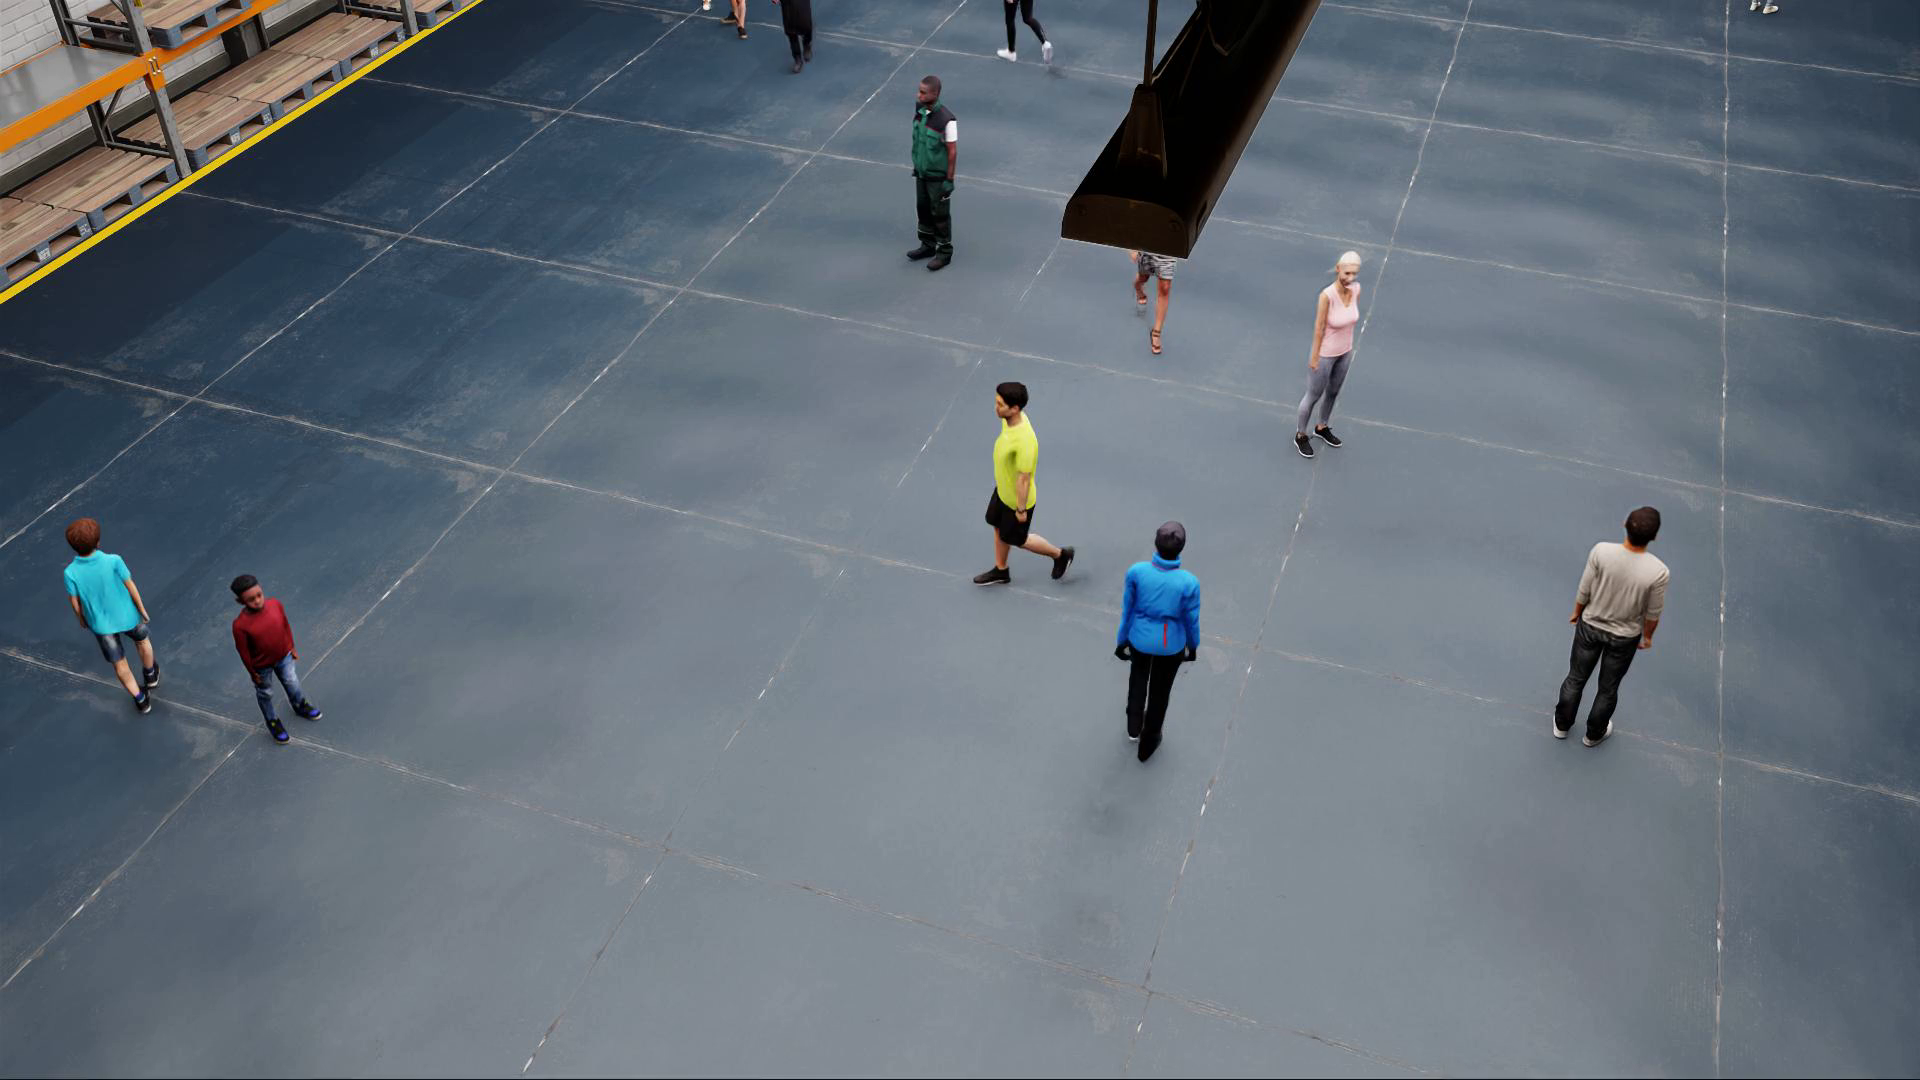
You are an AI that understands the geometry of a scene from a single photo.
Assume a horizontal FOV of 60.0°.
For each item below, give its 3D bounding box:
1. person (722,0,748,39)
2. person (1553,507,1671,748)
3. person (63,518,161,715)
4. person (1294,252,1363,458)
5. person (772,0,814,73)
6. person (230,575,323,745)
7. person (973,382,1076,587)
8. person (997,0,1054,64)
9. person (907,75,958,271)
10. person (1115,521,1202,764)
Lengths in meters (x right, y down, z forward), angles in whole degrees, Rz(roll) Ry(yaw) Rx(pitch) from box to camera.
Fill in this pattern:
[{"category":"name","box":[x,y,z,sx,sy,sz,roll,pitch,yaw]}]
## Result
[{"category":"person","box":[-2.662,-6.726,19.530,0.708,1.534,0.894,9,40,12]},{"category":"person","box":[3.992,0.540,10.209,0.689,1.812,0.614,21,43,24]},{"category":"person","box":[-5.355,0.526,10.532,0.750,1.431,0.807,-18,42,-21]},{"category":"person","box":[2.853,-1.454,12.777,0.619,1.722,0.694,-20,43,-23]},{"category":"person","box":[-1.837,-6.219,18.658,0.751,1.828,0.814,4,39,5]},{"category":"person","box":[-4.348,0.713,10.440,0.608,1.253,0.497,24,45,27]},{"category":"person","box":[0.454,-0.362,11.436,0.991,1.691,0.982,-10,40,-12]},{"category":"person","box":[0.749,-6.164,18.676,1.042,1.722,0.945,-32,48,-33]},{"category":"person","box":[-0.232,-3.340,15.045,0.800,1.839,0.788,-26,45,-29]},{"category":"person","box":[1.158,0.679,10.058,0.632,1.782,0.595,13,40,15]}]
